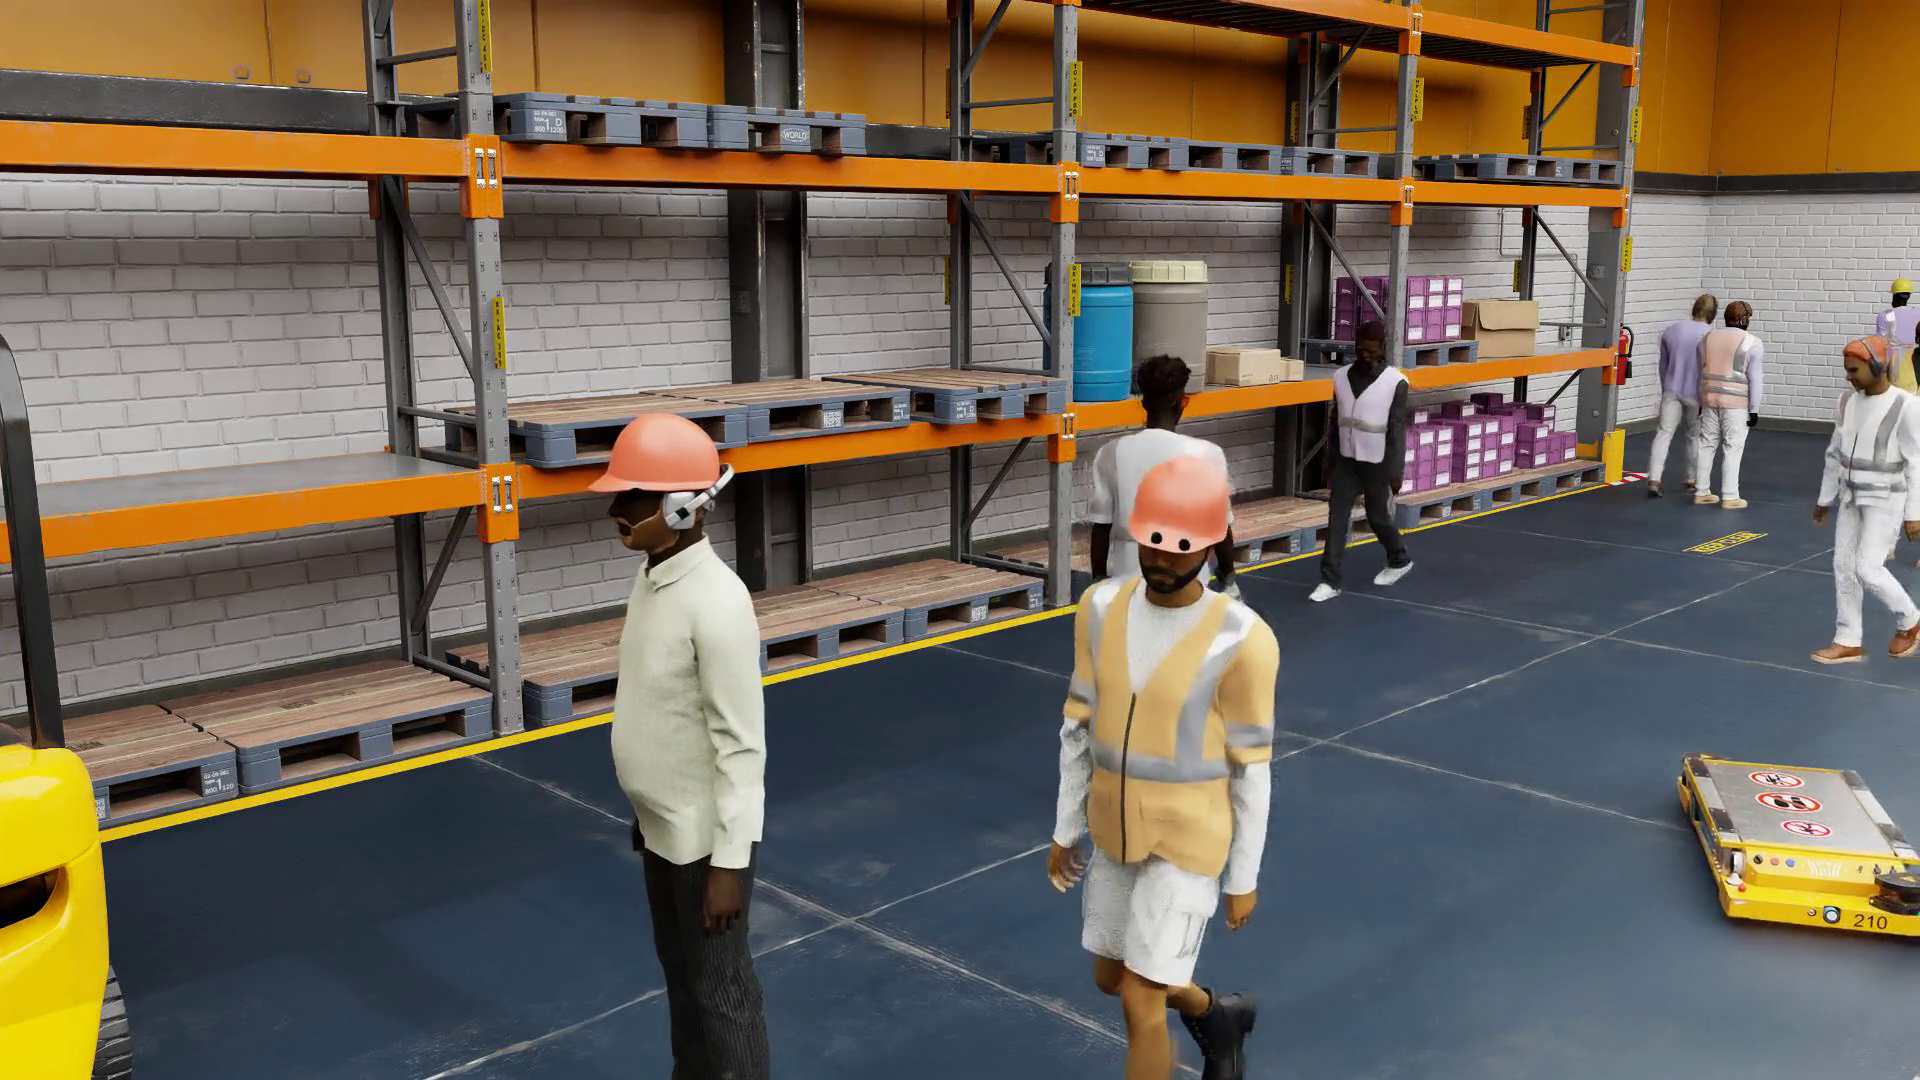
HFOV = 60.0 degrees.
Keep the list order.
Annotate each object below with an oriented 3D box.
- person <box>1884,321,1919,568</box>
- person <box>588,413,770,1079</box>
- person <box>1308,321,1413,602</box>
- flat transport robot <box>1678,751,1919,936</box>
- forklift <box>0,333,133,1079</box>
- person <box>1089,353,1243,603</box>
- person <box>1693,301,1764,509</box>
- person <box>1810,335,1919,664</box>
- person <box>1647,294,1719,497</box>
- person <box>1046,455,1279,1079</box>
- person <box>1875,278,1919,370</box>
[{"bbox_3d":[6.981,-0.713,12.096,0.429,1.839,0.623,-10,14,-42],"label":"person"},{"bbox_3d":[-0.669,0.685,4.029,0.391,1.995,0.613,-5,12,-27],"label":"person"},{"bbox_3d":[2.737,-0.539,11.106,0.948,1.862,0.655,-9,14,-40],"label":"person"},{"bbox_3d":[3.190,1.120,6.363,0.652,0.197,1.431,3,11,16],"label":"flat transport robot"},{"bbox_3d":[-3.289,0.485,4.582,1.214,2.155,2.313,-10,14,-44],"label":"forklift"},{"bbox_3d":[0.845,0.166,7.109,0.599,1.920,1.026,8,13,37],"label":"person"},{"bbox_3d":[6.815,-1.195,14.747,0.431,1.836,0.618,-7,12,-33],"label":"person"},{"bbox_3d":[5.098,-0.206,9.240,0.529,1.863,0.621,-2,11,-10],"label":"person"},{"bbox_3d":[6.707,-1.326,15.355,0.639,1.880,1.067,9,14,41],"label":"person"},{"bbox_3d":[0.535,0.712,4.132,0.563,1.907,0.780,10,14,42],"label":"person"},{"bbox_3d":[10.538,-1.977,18.732,0.585,1.929,0.370,-1,10,-5],"label":"person"}]
